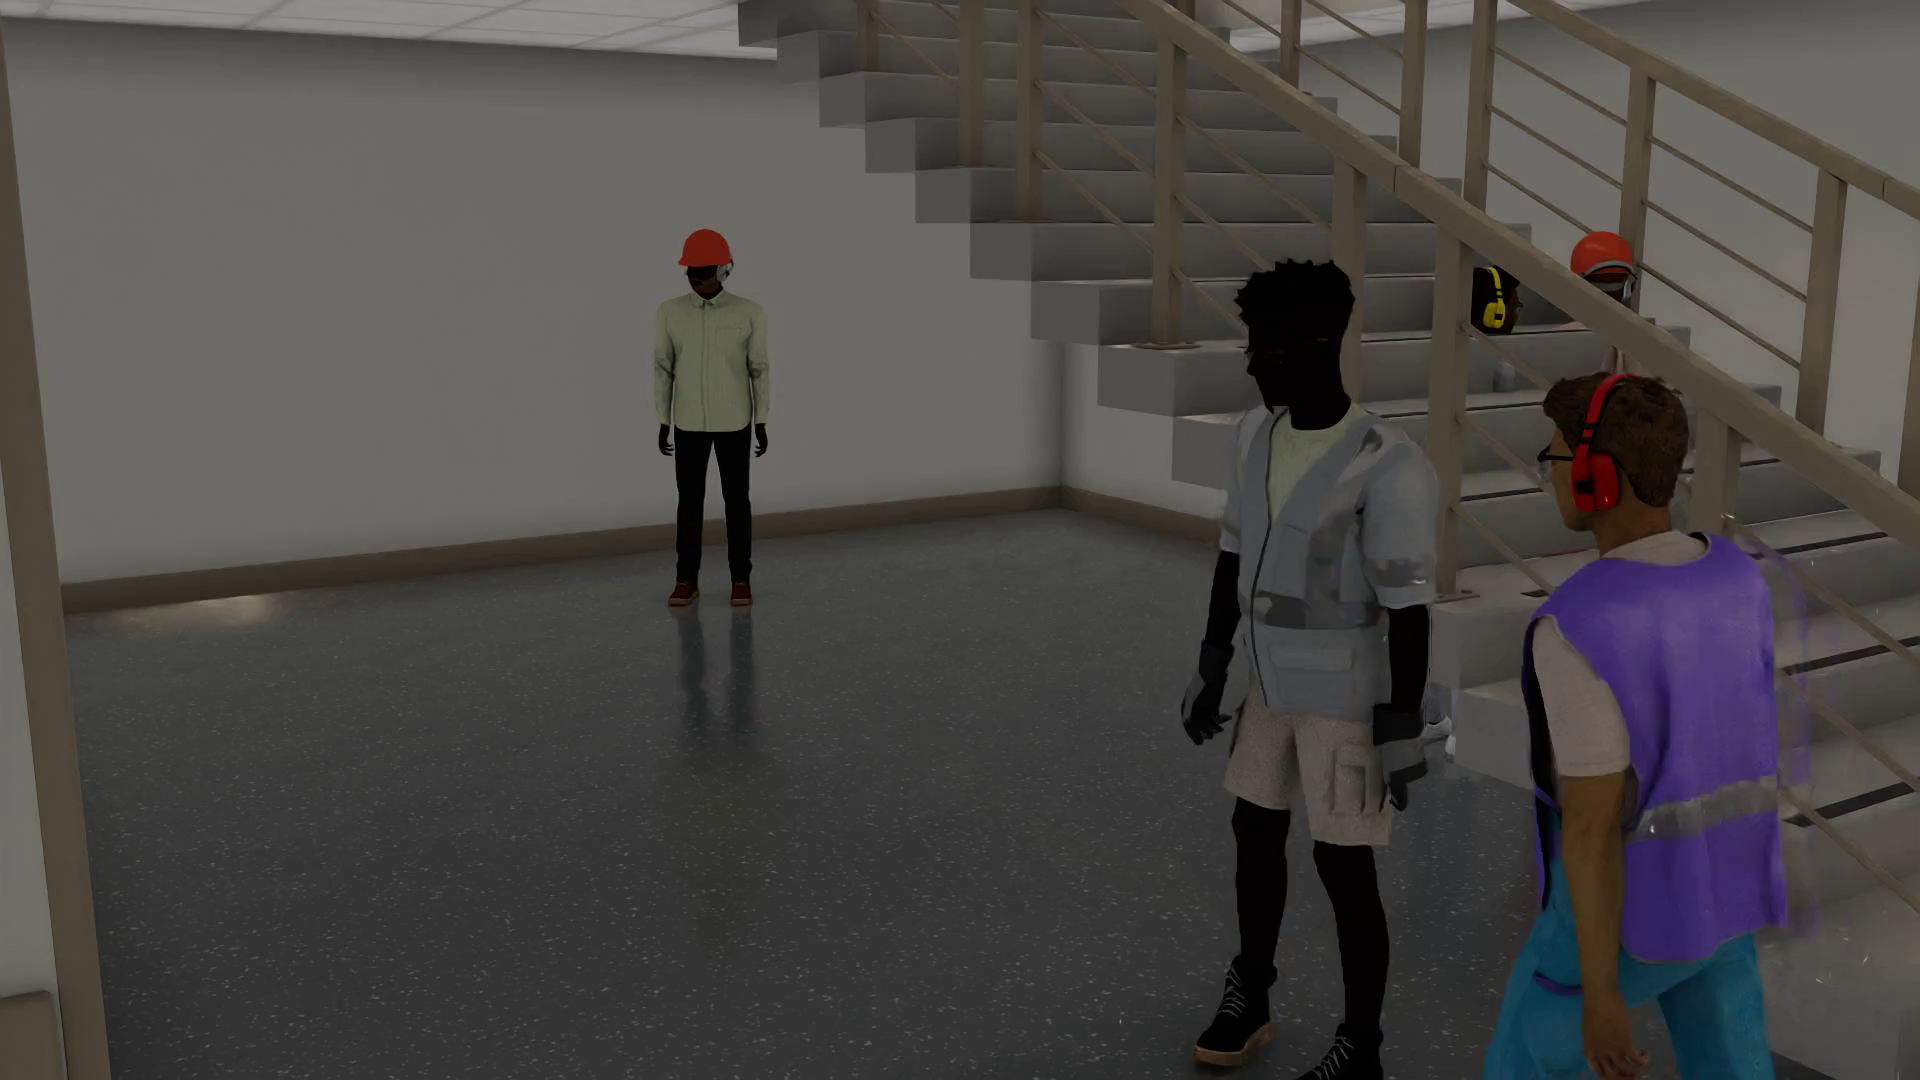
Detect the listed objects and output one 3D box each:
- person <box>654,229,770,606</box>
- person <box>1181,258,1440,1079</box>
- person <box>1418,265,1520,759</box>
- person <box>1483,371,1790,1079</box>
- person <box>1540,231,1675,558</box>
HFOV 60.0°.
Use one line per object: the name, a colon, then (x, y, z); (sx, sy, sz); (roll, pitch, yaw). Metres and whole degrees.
person: (-1.310, -0.632, 8.790); (0.614, 1.990, 0.392); (0, 11, 1)
person: (0.809, 0.344, 3.798); (0.441, 1.949, 0.631); (-5, 12, -23)
person: (1.947, -0.100, 6.321); (0.313, 1.869, 0.538); (-3, 11, -18)
person: (1.146, 0.627, 2.733); (0.574, 1.793, 1.002); (-6, 12, -29)
person: (2.485, -0.208, 6.563); (0.623, 1.989, 0.400); (-2, 11, -9)
